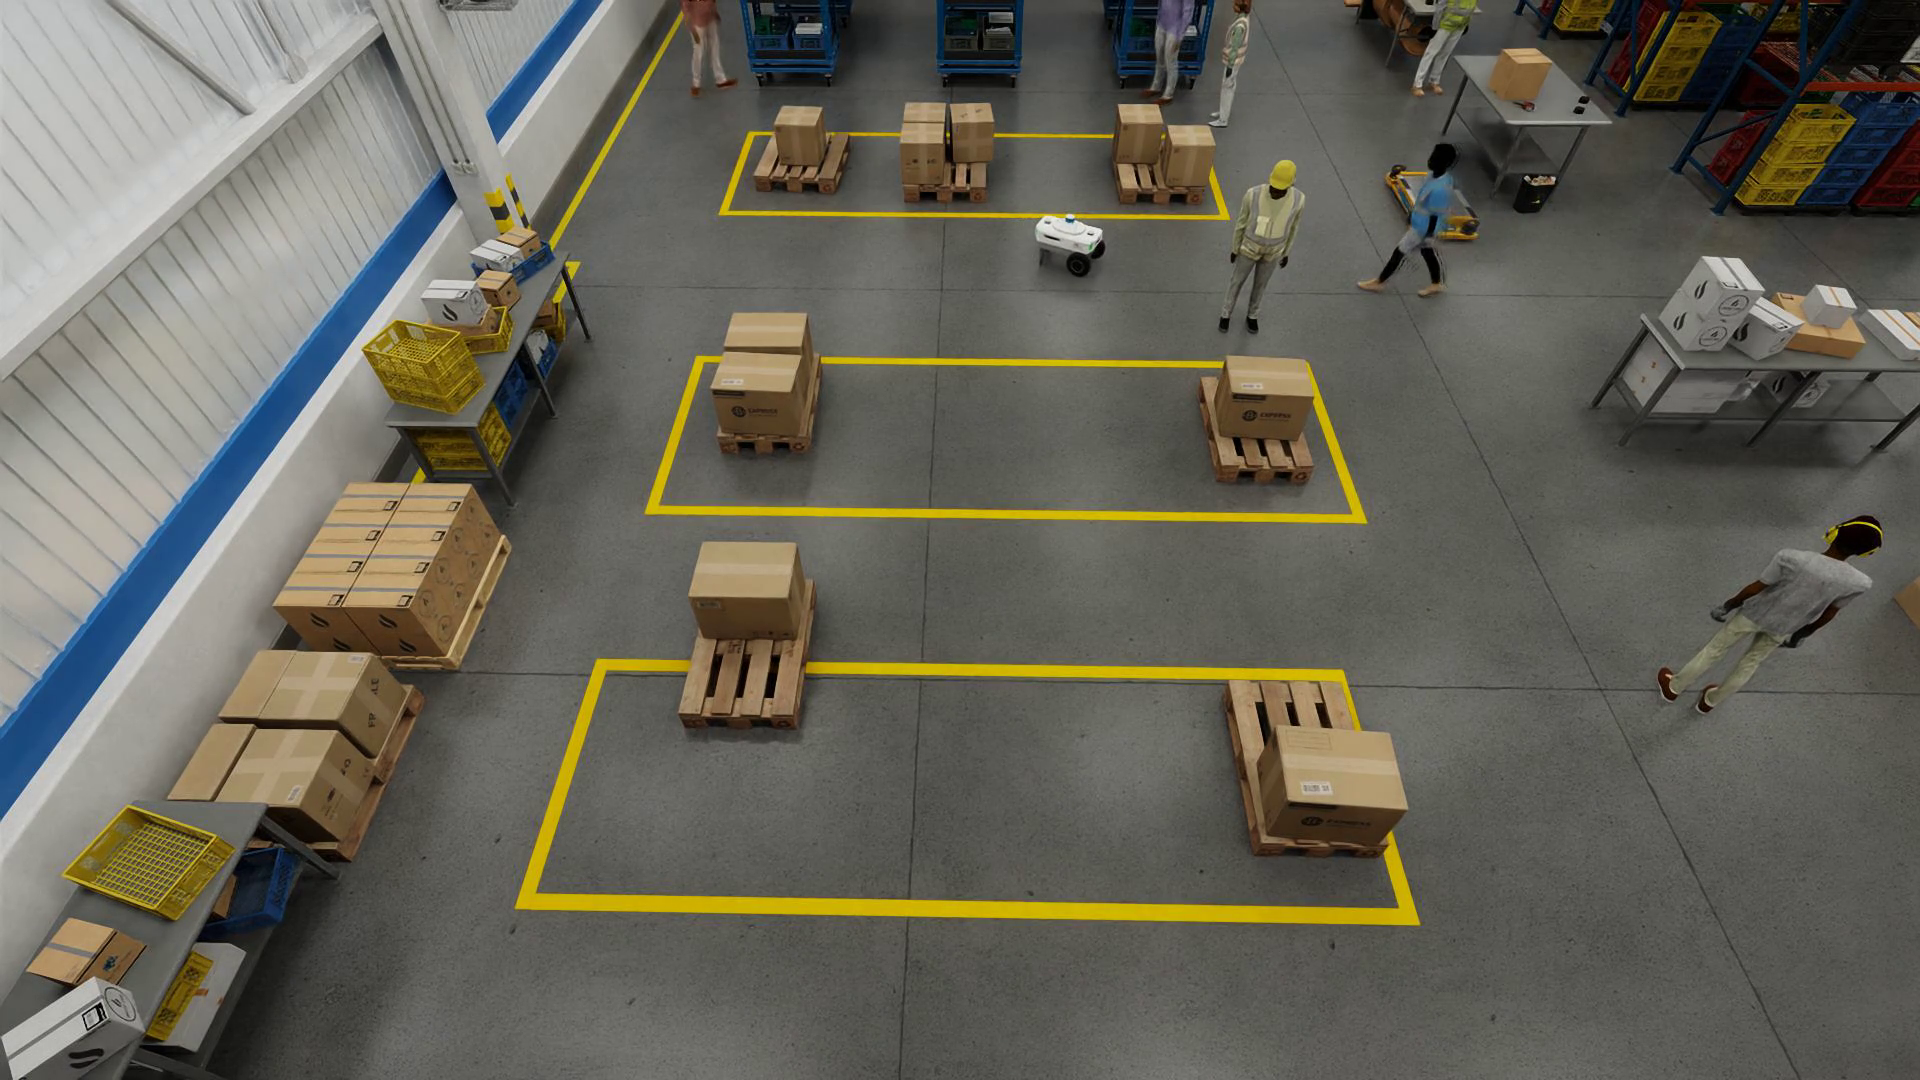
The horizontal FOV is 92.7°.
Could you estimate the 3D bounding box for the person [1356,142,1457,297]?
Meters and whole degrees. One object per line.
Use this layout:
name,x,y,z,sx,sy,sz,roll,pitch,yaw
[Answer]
person,4.821,-3.241,9.414,0.869,1.650,0.537,16,51,14

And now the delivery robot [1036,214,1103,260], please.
delivery robot,1.206,-3.384,10.198,0.707,0.478,0.477,22,53,18

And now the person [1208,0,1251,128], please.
person,3.591,-6.316,12.091,0.314,1.632,0.522,14,51,12

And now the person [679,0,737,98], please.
person,-3.569,-7.157,12.617,0.402,1.943,0.744,22,53,18

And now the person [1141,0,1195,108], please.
person,2.843,-6.902,12.395,0.355,1.936,0.635,-20,52,-17

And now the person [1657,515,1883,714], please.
person,5.293,0.513,6.023,0.521,1.869,0.328,25,54,20

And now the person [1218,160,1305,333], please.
person,2.948,-2.843,8.957,0.592,1.822,0.404,5,49,4

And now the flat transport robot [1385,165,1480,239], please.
flat transport robot,5.692,-4.094,11.059,0.652,0.197,1.431,1,49,1

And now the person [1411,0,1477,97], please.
person,6.776,-7.106,12.634,0.636,1.842,0.429,-15,51,-13
